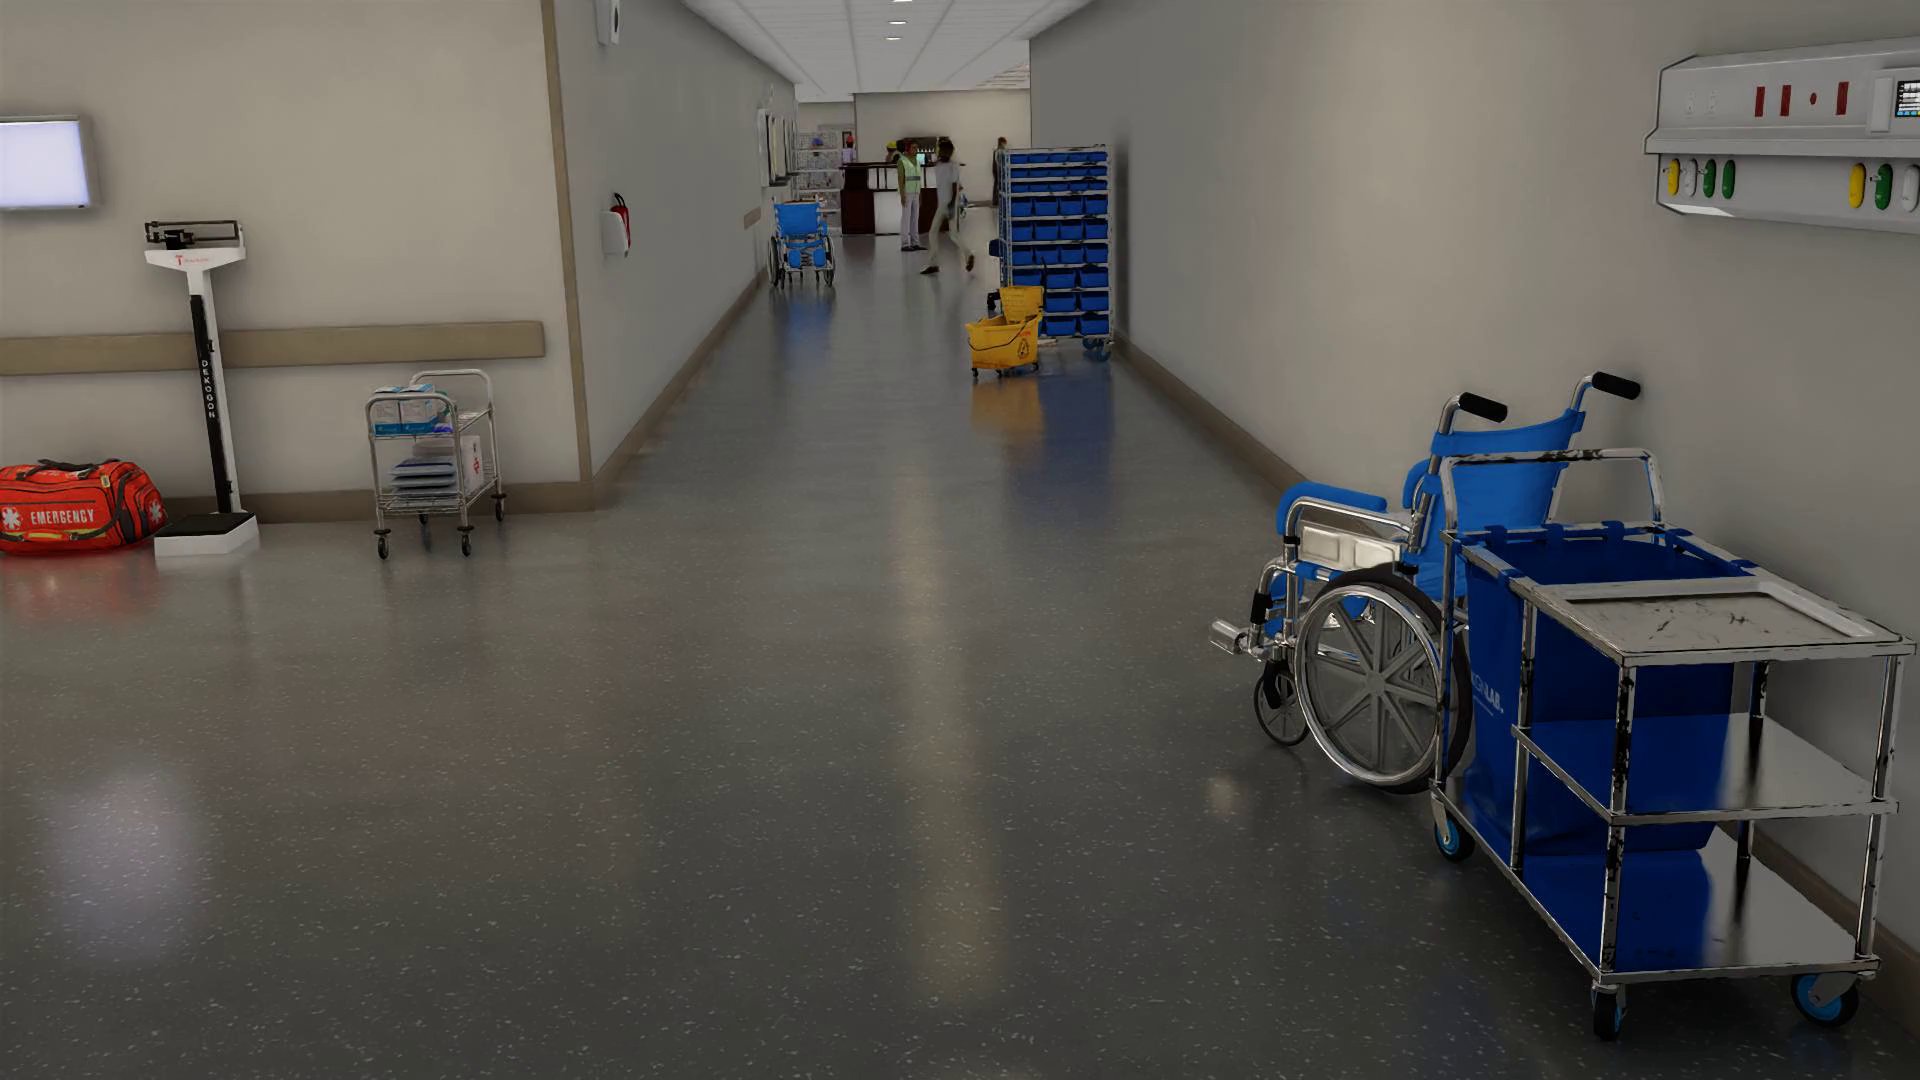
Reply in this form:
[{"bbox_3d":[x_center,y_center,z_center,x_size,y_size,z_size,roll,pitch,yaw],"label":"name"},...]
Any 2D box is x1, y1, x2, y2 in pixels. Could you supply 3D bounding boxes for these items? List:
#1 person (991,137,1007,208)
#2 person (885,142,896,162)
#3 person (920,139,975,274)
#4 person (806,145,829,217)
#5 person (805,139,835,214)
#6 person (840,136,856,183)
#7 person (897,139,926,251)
[{"bbox_3d":[0.988,-9.415,42.668,0.375,1.810,0.712,-5,14,-14],"label":"person"},{"bbox_3d":[-1.630,-8.681,40.030,0.320,1.767,0.534,-6,14,-16],"label":"person"},{"bbox_3d":[-0.174,-4.585,22.878,0.666,1.842,0.559,-14,18,-41],"label":"person"},{"bbox_3d":[-3.458,-8.716,40.435,0.565,1.744,0.356,-2,14,-2],"label":"person"},{"bbox_3d":[-3.605,-9.198,42.118,1.000,1.878,0.634,4,15,24],"label":"person"},{"bbox_3d":[-3.091,-10.418,46.984,0.551,1.932,0.377,7,16,31],"label":"person"},{"bbox_3d":[-0.836,-5.735,27.690,0.389,1.837,0.562,8,16,33],"label":"person"}]
